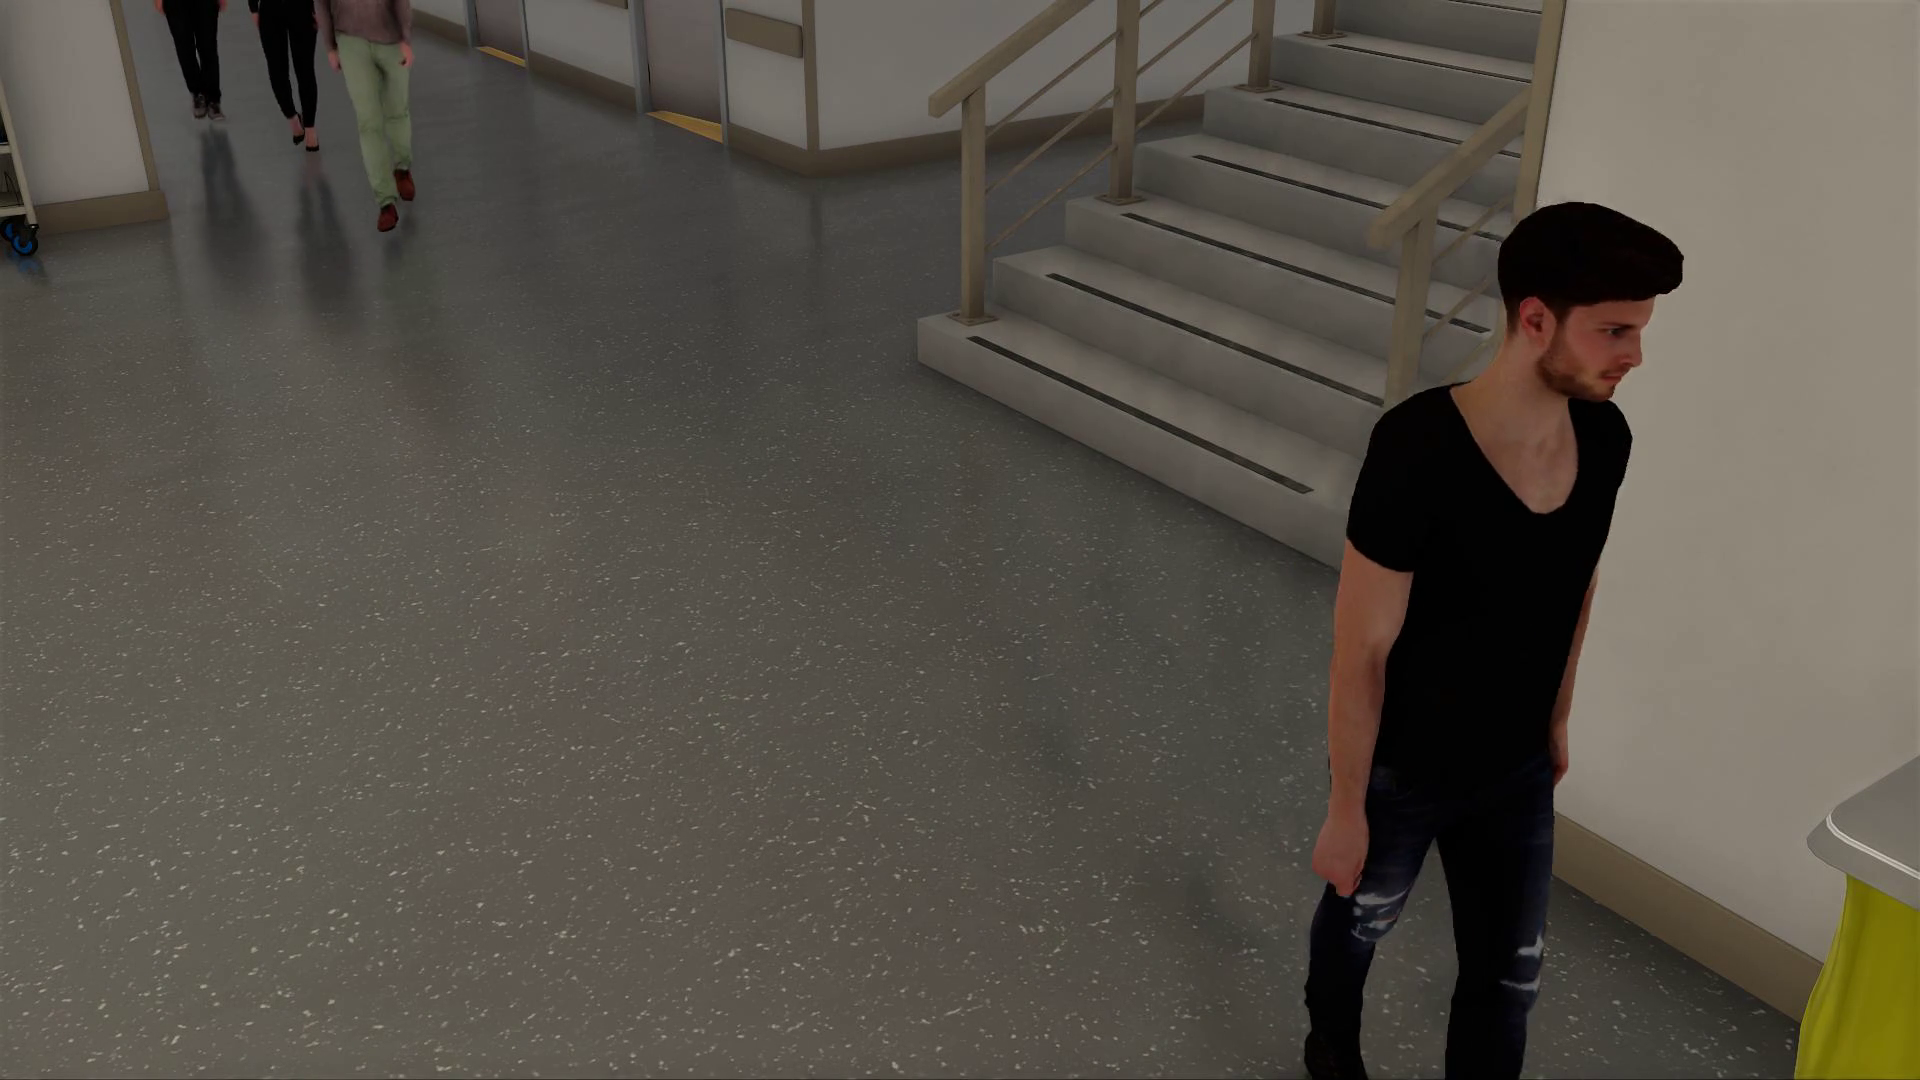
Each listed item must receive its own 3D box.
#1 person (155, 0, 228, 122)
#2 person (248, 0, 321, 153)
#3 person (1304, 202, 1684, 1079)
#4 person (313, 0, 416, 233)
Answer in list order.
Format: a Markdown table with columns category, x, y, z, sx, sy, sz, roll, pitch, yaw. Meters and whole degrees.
| category | x | y | z | sx | sy | sz | roll | pitch | yaw |
| --- | --- | --- | --- | --- | --- | --- | --- | --- | --- |
| person | -5.348 | -3.793 | 11.493 | 0.549 | 1.751 | 0.697 | -15 | 30 | -28 |
| person | -4.283 | -3.327 | 10.587 | 0.612 | 1.699 | 0.728 | -8 | 27 | -17 |
| person | 0.769 | 0.320 | 2.843 | 1.026 | 1.856 | 0.955 | -9 | 27 | -18 |
| person | -3.212 | -2.695 | 9.123 | 1.291 | 1.832 | 0.978 | -8 | 27 | -15 |
